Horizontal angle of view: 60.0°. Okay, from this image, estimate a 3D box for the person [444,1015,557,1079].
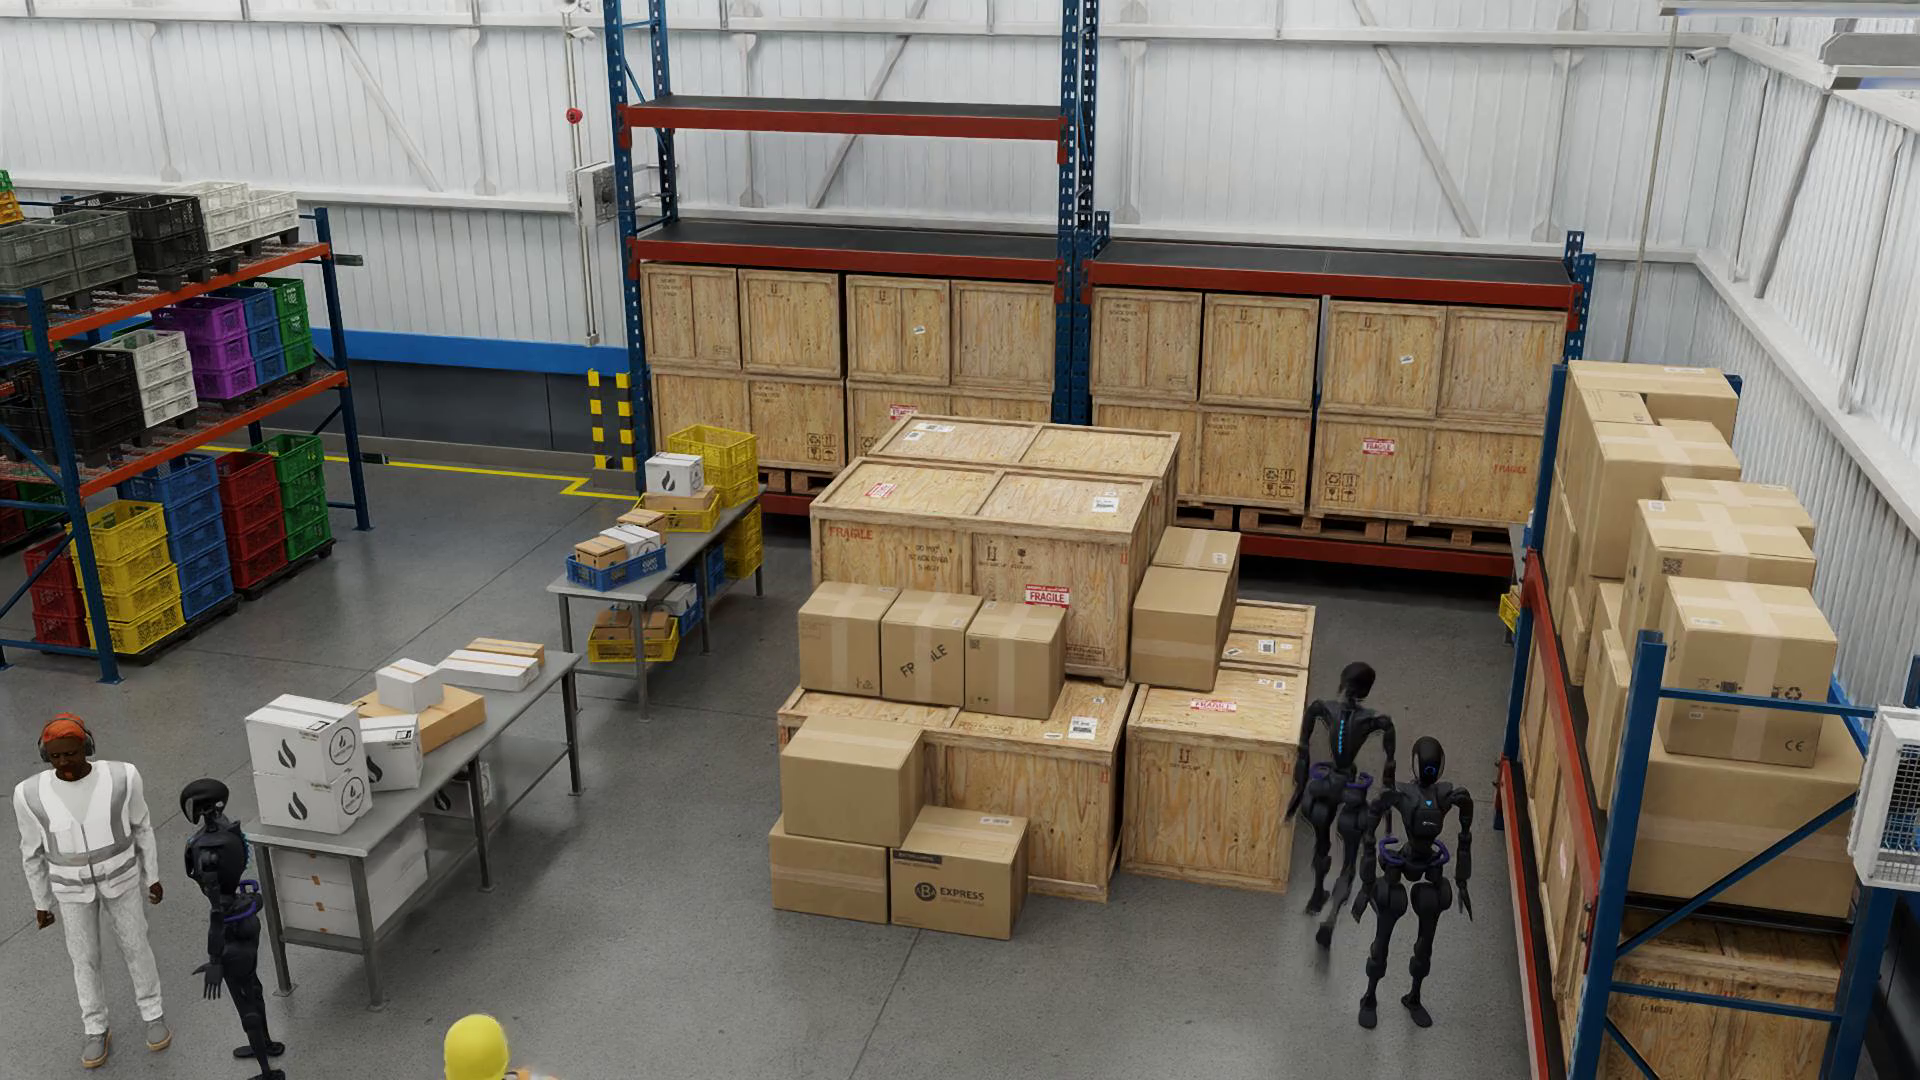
[{"bbox_3d":[-1.680,2.543,6.084,0.586,1.922,0.373,-7,22,-17],"label":"person"}]

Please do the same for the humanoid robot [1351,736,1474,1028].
[{"bbox_3d":[2.313,1.749,8.479,0.610,1.657,0.321,0,21,-1],"label":"humanoid robot"}]

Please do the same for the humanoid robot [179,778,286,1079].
[{"bbox_3d":[-3.555,1.903,8.075,0.327,1.657,0.589,-7,22,-17],"label":"humanoid robot"}]

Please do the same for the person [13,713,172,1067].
[{"bbox_3d":[-4.292,1.725,8.272,0.583,1.882,0.345,-10,23,-25],"label":"person"}]

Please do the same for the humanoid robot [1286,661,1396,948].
[{"bbox_3d":[2.103,1.460,9.294,0.586,1.635,0.628,12,24,28],"label":"humanoid robot"}]
